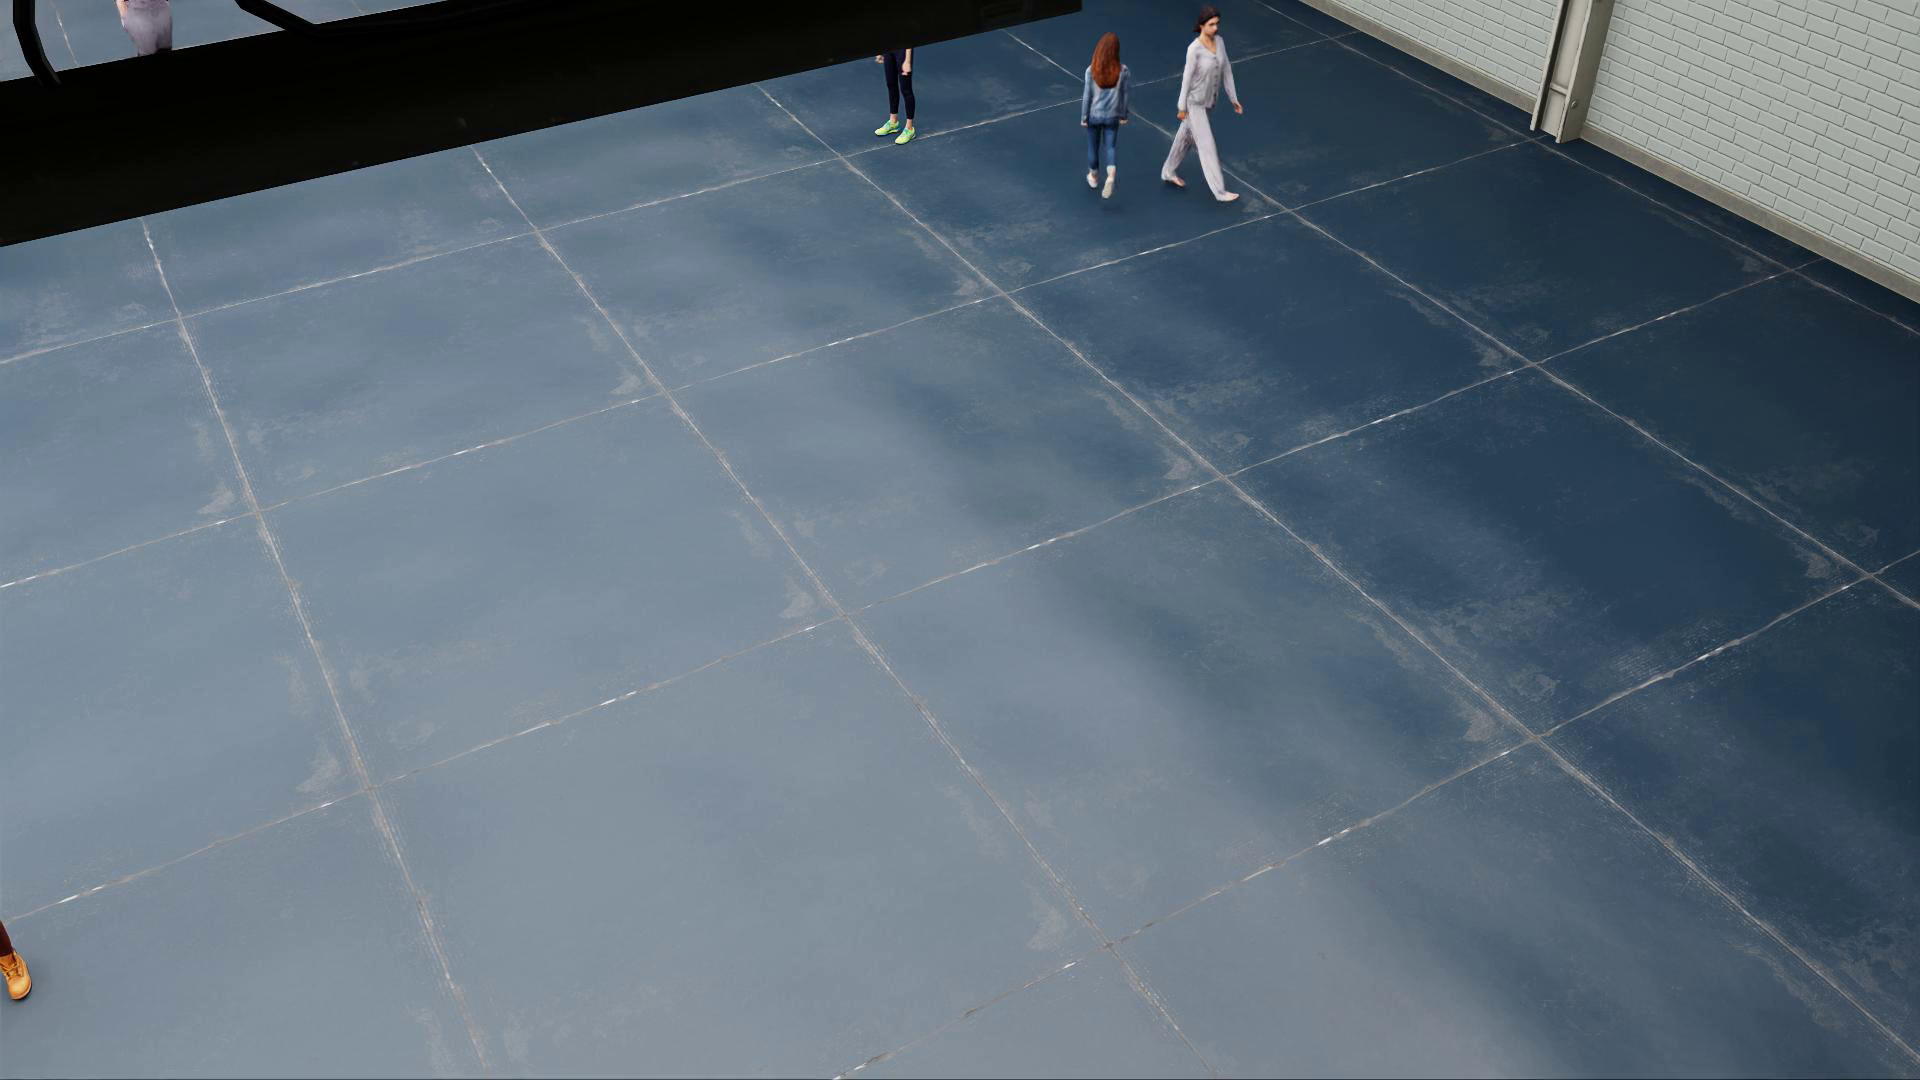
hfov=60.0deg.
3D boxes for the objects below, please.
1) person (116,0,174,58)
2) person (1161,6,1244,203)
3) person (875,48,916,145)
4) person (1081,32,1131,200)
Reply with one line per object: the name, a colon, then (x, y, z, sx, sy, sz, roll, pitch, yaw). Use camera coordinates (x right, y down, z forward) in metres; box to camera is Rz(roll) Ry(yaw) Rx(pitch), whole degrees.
person: (-8.078, -5.177, 16.388, 0.868, 1.741, 0.804, 25, 44, 28)
person: (2.053, -3.880, 14.742, 1.177, 1.725, 0.822, 29, 47, 32)
person: (-0.585, -4.614, 15.700, 0.709, 1.702, 0.552, -31, 48, -33)
person: (1.292, -3.740, 14.779, 0.806, 1.460, 0.962, -3, 38, -4)
